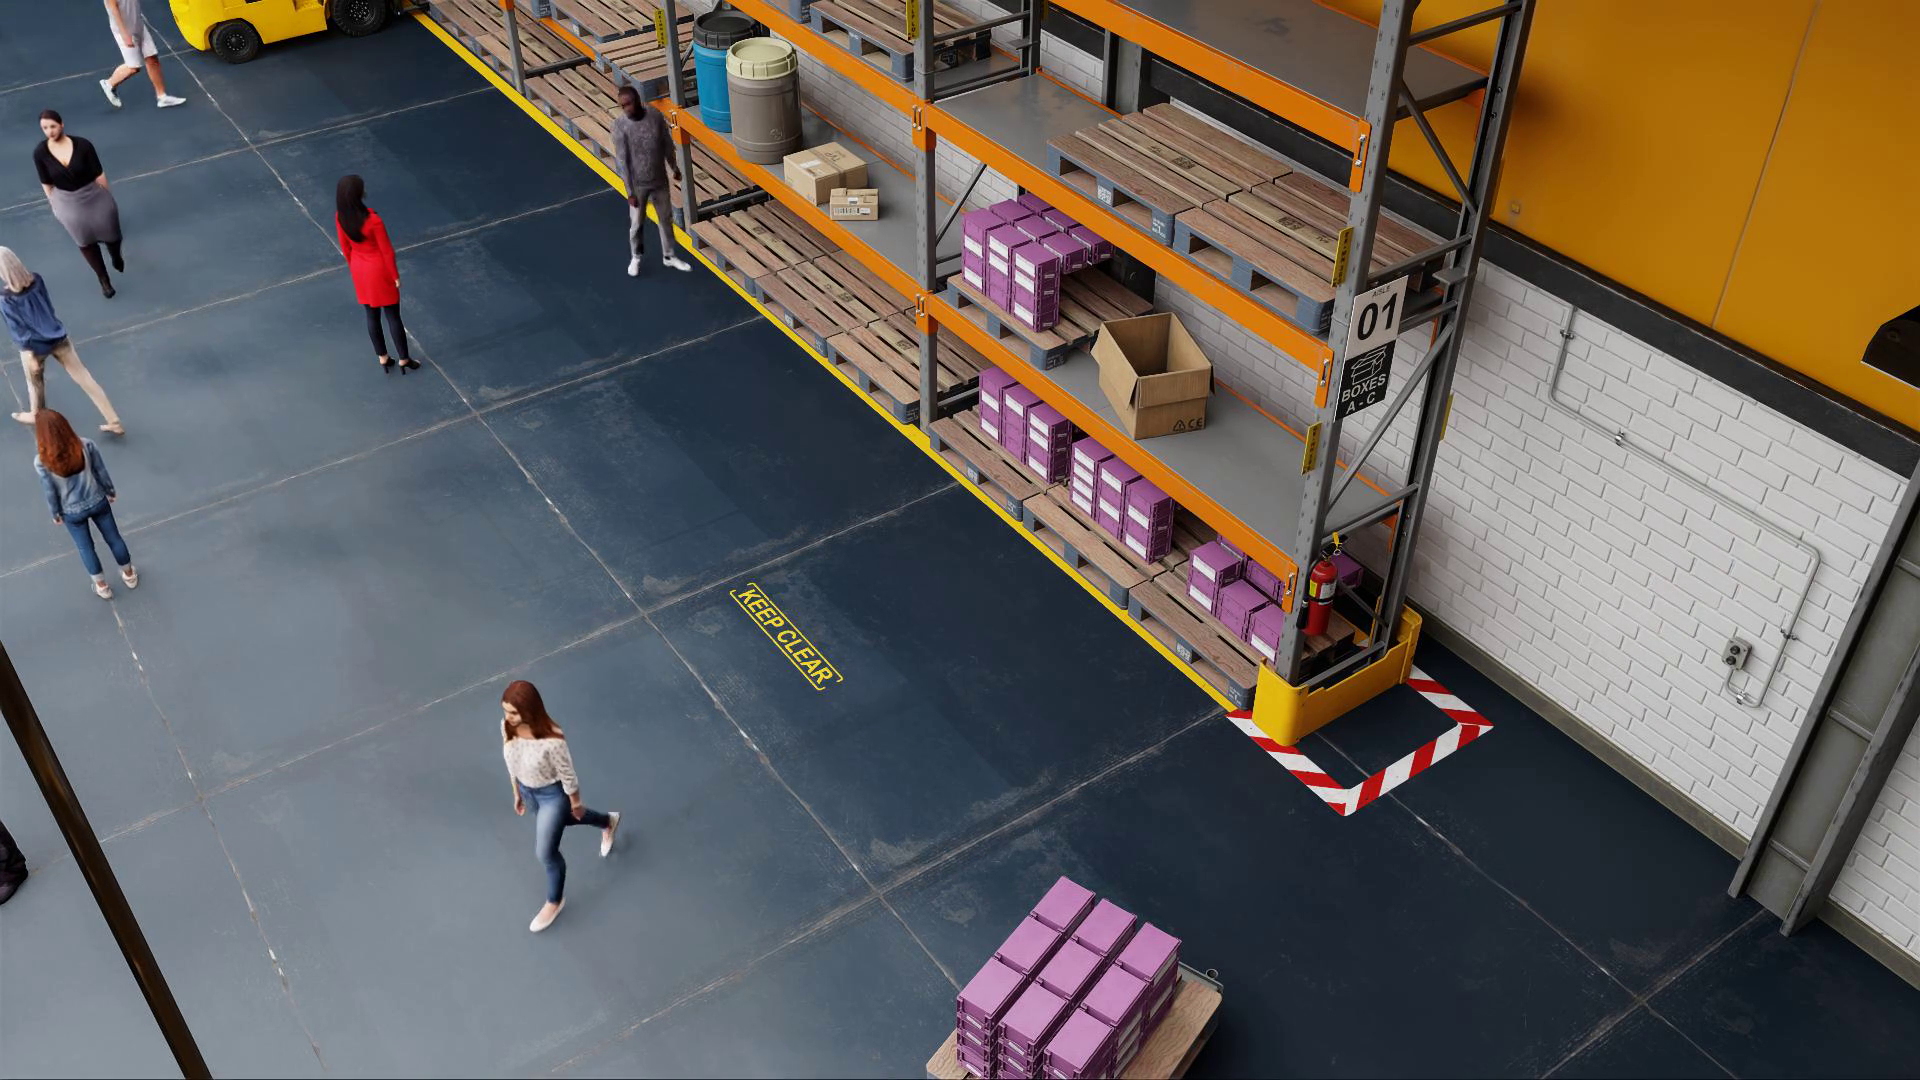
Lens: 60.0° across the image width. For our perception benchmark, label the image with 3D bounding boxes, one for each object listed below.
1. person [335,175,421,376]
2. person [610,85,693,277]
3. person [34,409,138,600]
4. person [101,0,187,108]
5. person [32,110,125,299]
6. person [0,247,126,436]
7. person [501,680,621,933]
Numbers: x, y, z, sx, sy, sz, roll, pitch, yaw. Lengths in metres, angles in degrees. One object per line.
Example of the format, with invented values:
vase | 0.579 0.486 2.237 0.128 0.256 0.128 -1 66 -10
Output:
person | -4.731 -2.132 13.442 0.727 1.749 0.797 10 40 13
person | -2.782 -3.187 14.707 0.656 1.819 0.782 25 45 27
person | -5.946 -0.237 11.284 0.598 1.480 0.549 -30 47 -32
person | -8.804 -5.382 17.439 1.086 1.839 1.096 -1 39 -1
person | -7.622 -2.948 14.464 0.763 1.747 0.844 -14 41 -17
person | -6.892 -1.449 12.676 1.246 1.638 1.121 11 40 14
person | -2.213 1.334 9.140 1.059 1.700 0.878 23 44 26
